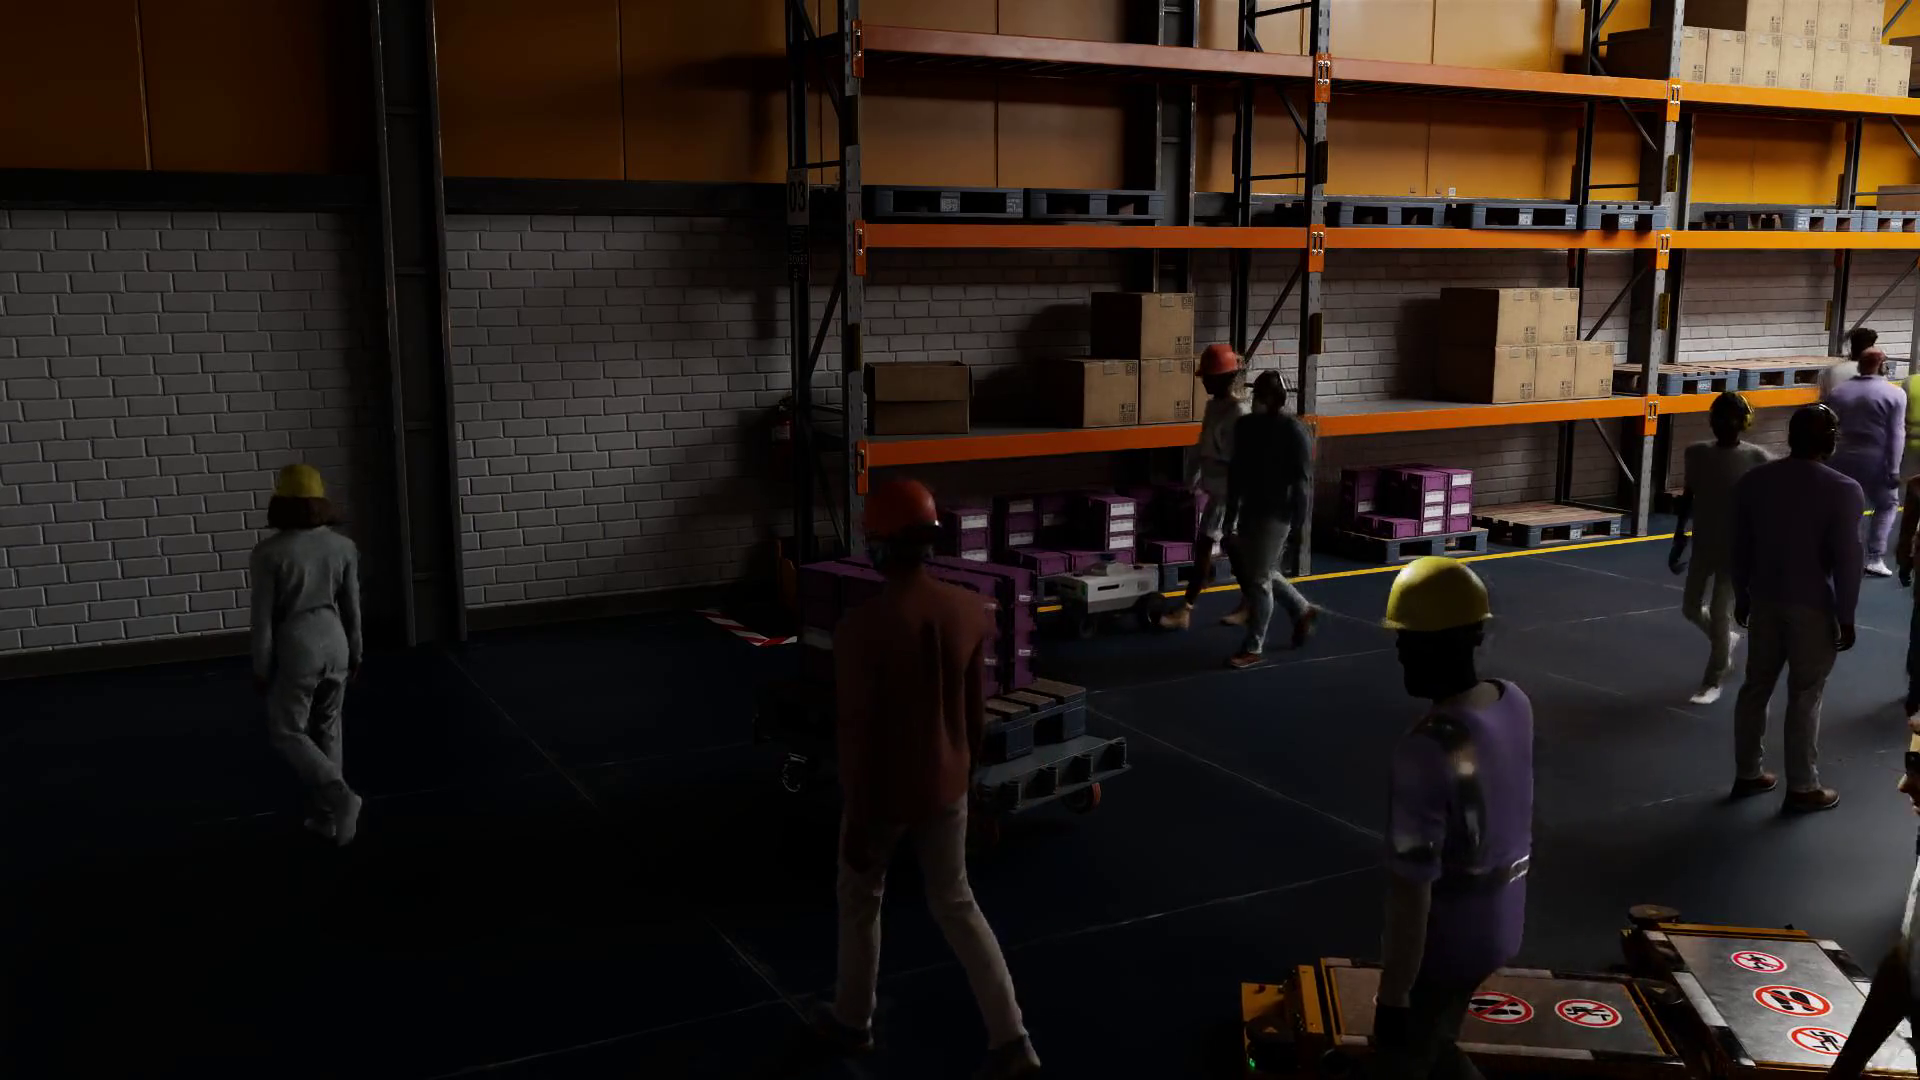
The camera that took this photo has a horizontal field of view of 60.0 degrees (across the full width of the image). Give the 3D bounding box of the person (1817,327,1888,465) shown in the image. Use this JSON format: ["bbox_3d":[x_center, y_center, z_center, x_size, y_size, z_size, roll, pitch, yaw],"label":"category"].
[{"bbox_3d":[8.239,-0.993,15.412,0.441,1.949,0.643,-6,12,-31],"label":"person"}]

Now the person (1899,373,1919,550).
[{"bbox_3d":[8.547,-0.800,14.654,0.449,1.831,0.626,-7,12,-34],"label":"person"}]

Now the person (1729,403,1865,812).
[{"bbox_3d":[3.970,0.315,7.923,0.353,1.937,0.635,-6,11,-30],"label":"person"}]

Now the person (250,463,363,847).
[{"bbox_3d":[-2.825,0.526,7.327,0.595,1.726,0.495,8,13,38],"label":"person"}]

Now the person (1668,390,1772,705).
[{"bbox_3d":[4.510,0.026,9.850,0.624,1.852,0.527,-9,13,-40],"label":"person"}]

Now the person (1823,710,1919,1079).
[{"bbox_3d":[1.926,1.182,3.331,0.974,1.793,0.506,3,10,15],"label":"person"}]

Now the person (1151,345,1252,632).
[{"bbox_3d":[1.754,-0.352,11.584,0.903,1.999,0.625,-1,10,-8],"label":"person"}]

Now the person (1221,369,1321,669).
[{"bbox_3d":[2.035,-0.152,10.708,0.844,1.913,0.637,-6,11,-29],"label":"person"}]

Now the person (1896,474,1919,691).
[{"bbox_3d":[5.786,0.166,9.699,0.507,1.623,0.520,-8,13,-38],"label":"person"}]

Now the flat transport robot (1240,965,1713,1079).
[{"bbox_3d":[1.639,1.593,5.361,1.431,0.197,0.652,1,10,8],"label":"flat transport robot"}]

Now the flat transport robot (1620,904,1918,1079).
[{"bbox_3d":[2.700,1.571,5.486,0.652,0.197,1.431,1,10,8],"label":"flat transport robot"}]

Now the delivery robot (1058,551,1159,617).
[{"bbox_3d":[1.033,0.320,11.606,0.707,0.478,0.477,-6,12,-31],"label":"delivery robot"}]

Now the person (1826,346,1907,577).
[{"bbox_3d":[7.345,-0.620,13.466,0.670,1.879,0.670,-6,12,-31],"label":"person"}]

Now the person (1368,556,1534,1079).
[{"bbox_3d":[1.221,0.986,4.142,0.551,1.907,0.606,9,13,41],"label":"person"}]

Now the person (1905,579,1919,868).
[{"bbox_3d":[4.237,0.658,6.932,0.530,1.596,0.851,7,12,36],"label":"person"}]

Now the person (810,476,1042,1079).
[{"bbox_3d":[-0.112,0.774,5.242,0.631,1.958,0.979,-8,13,-40],"label":"person"}]
